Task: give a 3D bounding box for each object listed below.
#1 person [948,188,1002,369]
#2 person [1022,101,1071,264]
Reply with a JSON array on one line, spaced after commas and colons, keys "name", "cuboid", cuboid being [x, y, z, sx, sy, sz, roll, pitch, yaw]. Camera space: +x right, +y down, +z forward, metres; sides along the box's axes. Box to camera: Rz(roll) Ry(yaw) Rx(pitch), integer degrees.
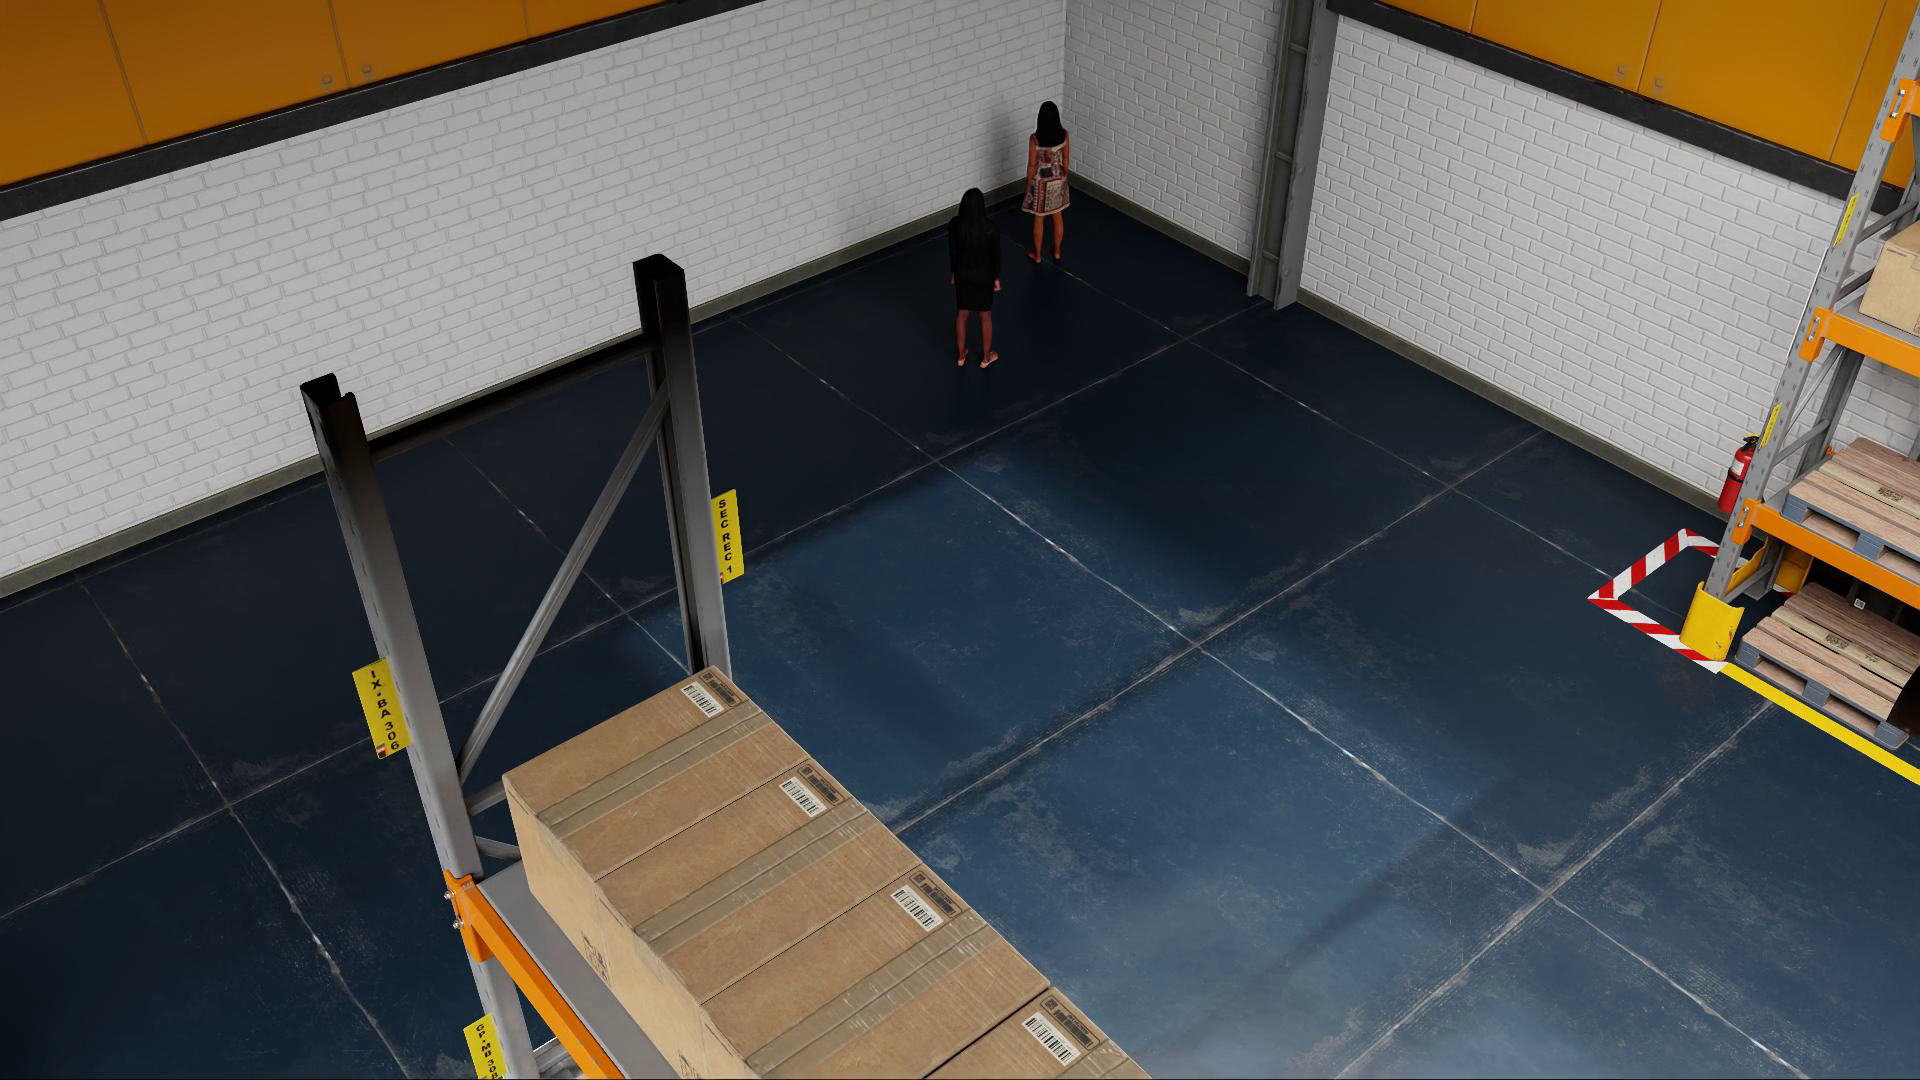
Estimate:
[{"name": "person", "cuboid": [0.127, -2.308, 14.595, 0.637, 1.721, 0.740, 9, 40, 11]}, {"name": "person", "cuboid": [0.846, -3.471, 16.111, 0.713, 1.645, 0.654, -13, 40, -16]}]
